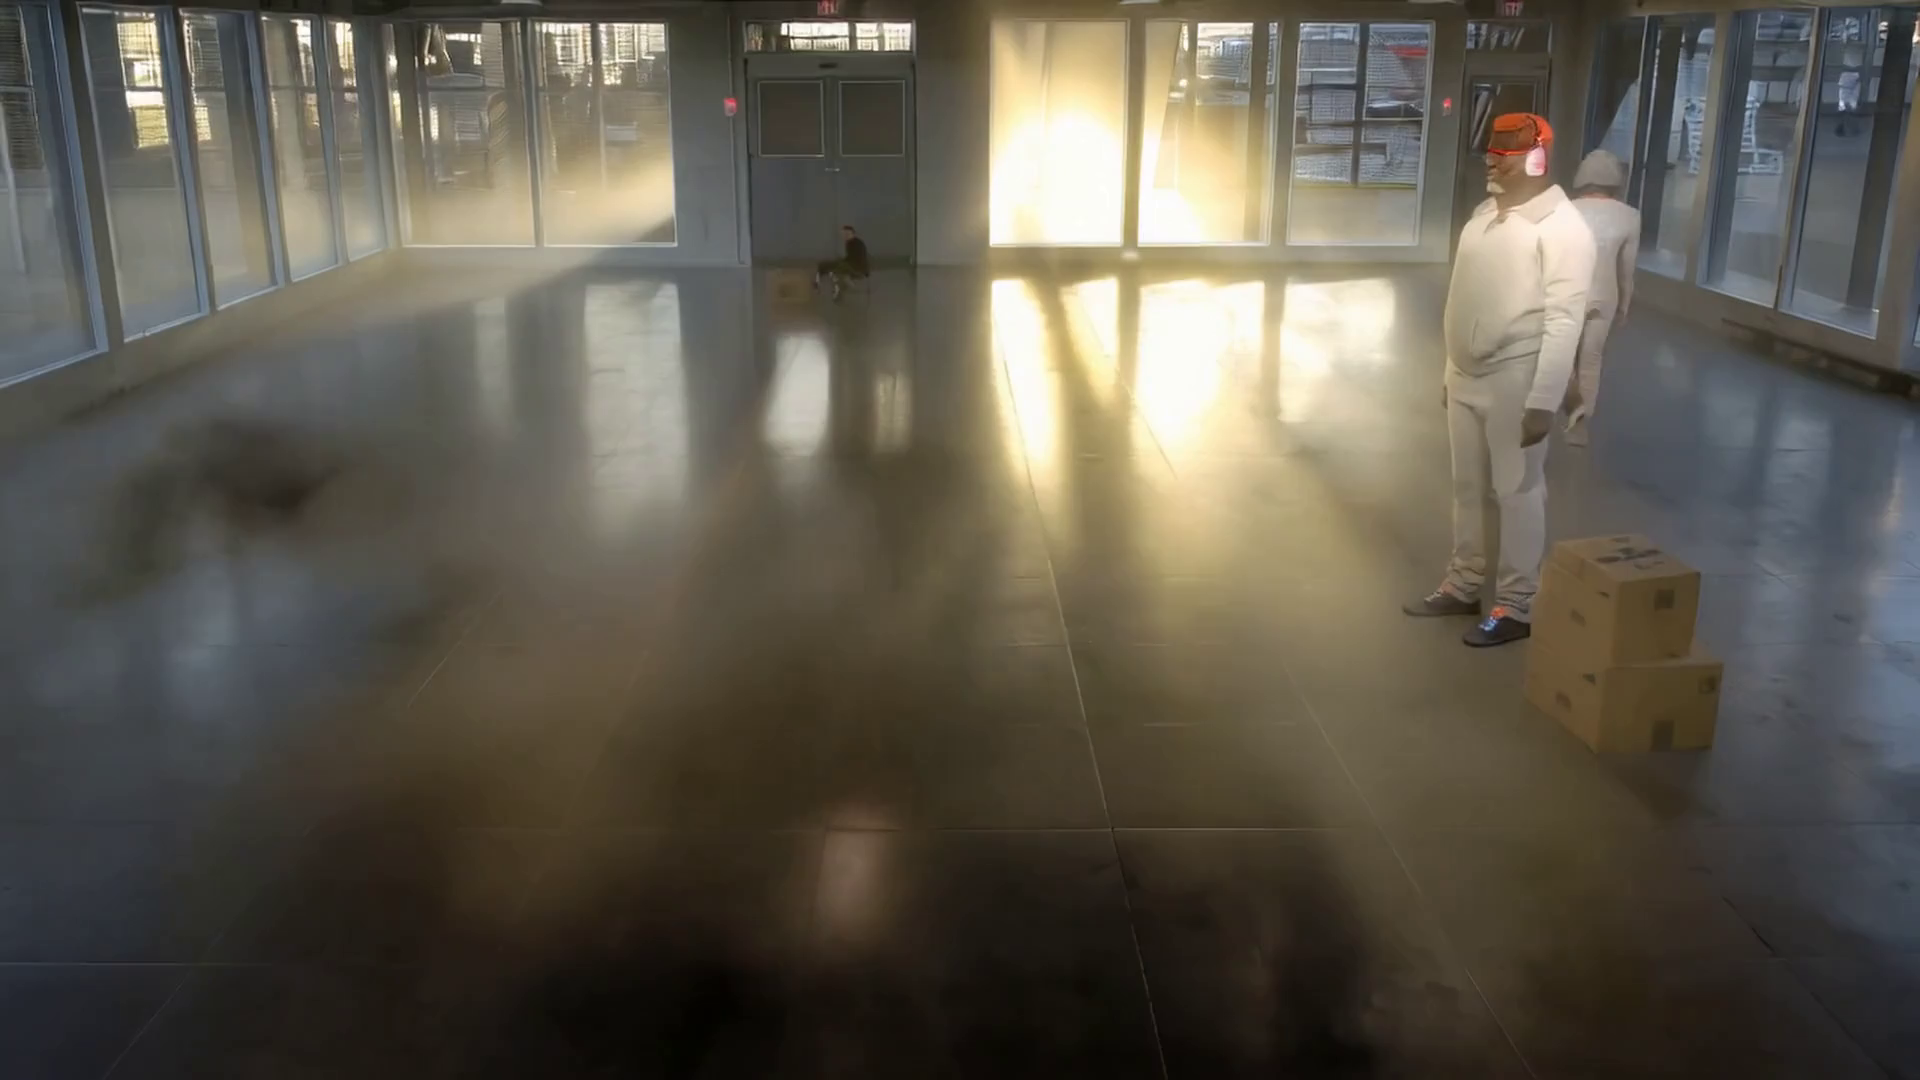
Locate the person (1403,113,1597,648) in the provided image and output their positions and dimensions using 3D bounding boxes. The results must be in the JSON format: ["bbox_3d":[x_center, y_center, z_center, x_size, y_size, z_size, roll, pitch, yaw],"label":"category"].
[{"bbox_3d":[1.947,-0.567,6.036,0.409,1.909,0.640,-5,17,-18],"label":"person"}]

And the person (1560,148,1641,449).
[{"bbox_3d":[3.369,-1.267,8.919,0.520,1.618,0.429,-1,16,-2],"label":"person"}]
